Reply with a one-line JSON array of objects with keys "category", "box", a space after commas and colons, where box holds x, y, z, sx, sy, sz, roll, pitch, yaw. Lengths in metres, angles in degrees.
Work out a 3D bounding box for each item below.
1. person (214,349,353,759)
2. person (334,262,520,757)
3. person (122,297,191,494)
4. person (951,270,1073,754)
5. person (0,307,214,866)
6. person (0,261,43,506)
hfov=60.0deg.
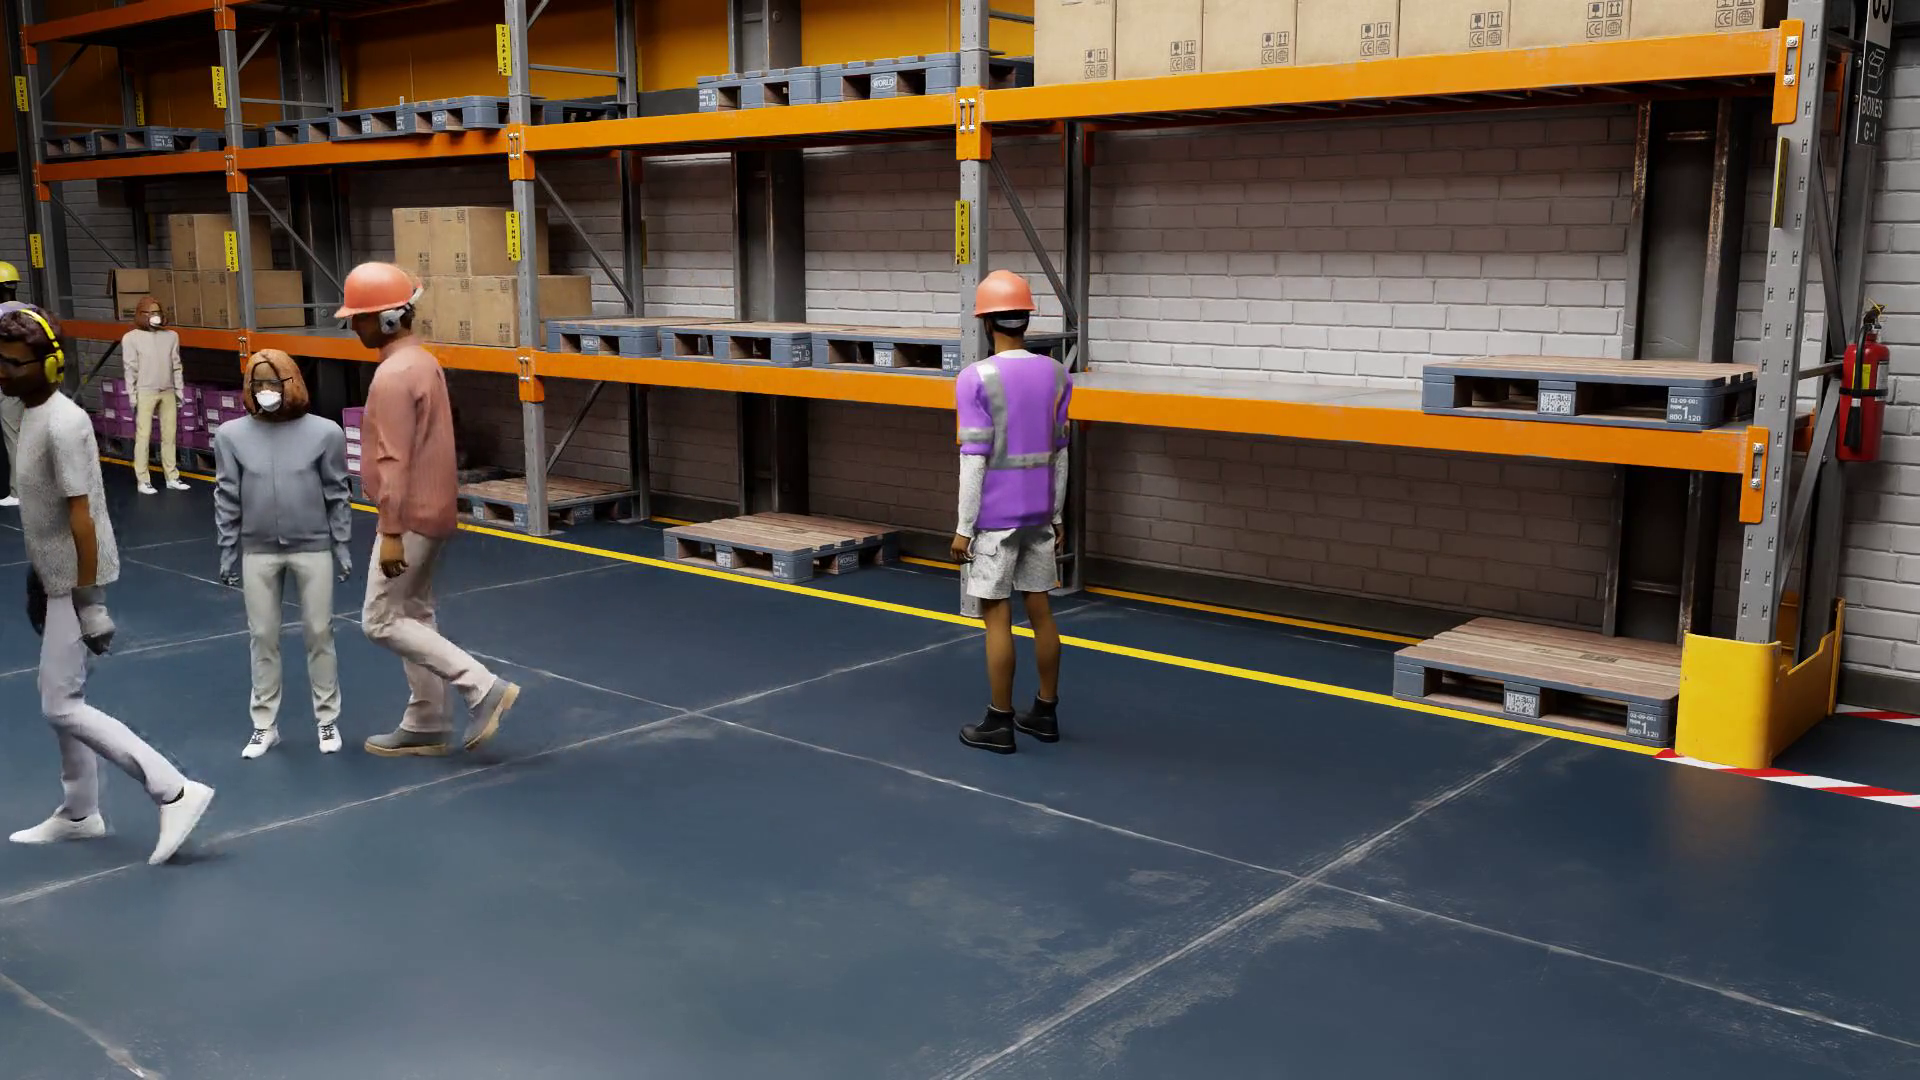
[{"category": "person", "box": [-2.681, 0.056, 6.619, 0.507, 1.631, 0.266, -2, 10, -13]}, {"category": "person", "box": [-2.087, -0.087, 6.462, 0.556, 1.971, 0.638, -1, 10, -6]}, {"category": "person", "box": [-6.661, -1.196, 13.782, 0.284, 1.626, 0.496, 6, 12, 31]}, {"category": "person", "box": [0.188, -0.111, 6.711, 0.550, 1.933, 0.373, -7, 12, -36]}, {"category": "person", "box": [-2.877, 0.155, 5.499, 0.636, 1.847, 0.571, -4, 11, -23]}, {"category": "person", "box": [-7.448, -1.225, 13.117, 0.402, 1.919, 0.588, 4, 11, 21]}]
